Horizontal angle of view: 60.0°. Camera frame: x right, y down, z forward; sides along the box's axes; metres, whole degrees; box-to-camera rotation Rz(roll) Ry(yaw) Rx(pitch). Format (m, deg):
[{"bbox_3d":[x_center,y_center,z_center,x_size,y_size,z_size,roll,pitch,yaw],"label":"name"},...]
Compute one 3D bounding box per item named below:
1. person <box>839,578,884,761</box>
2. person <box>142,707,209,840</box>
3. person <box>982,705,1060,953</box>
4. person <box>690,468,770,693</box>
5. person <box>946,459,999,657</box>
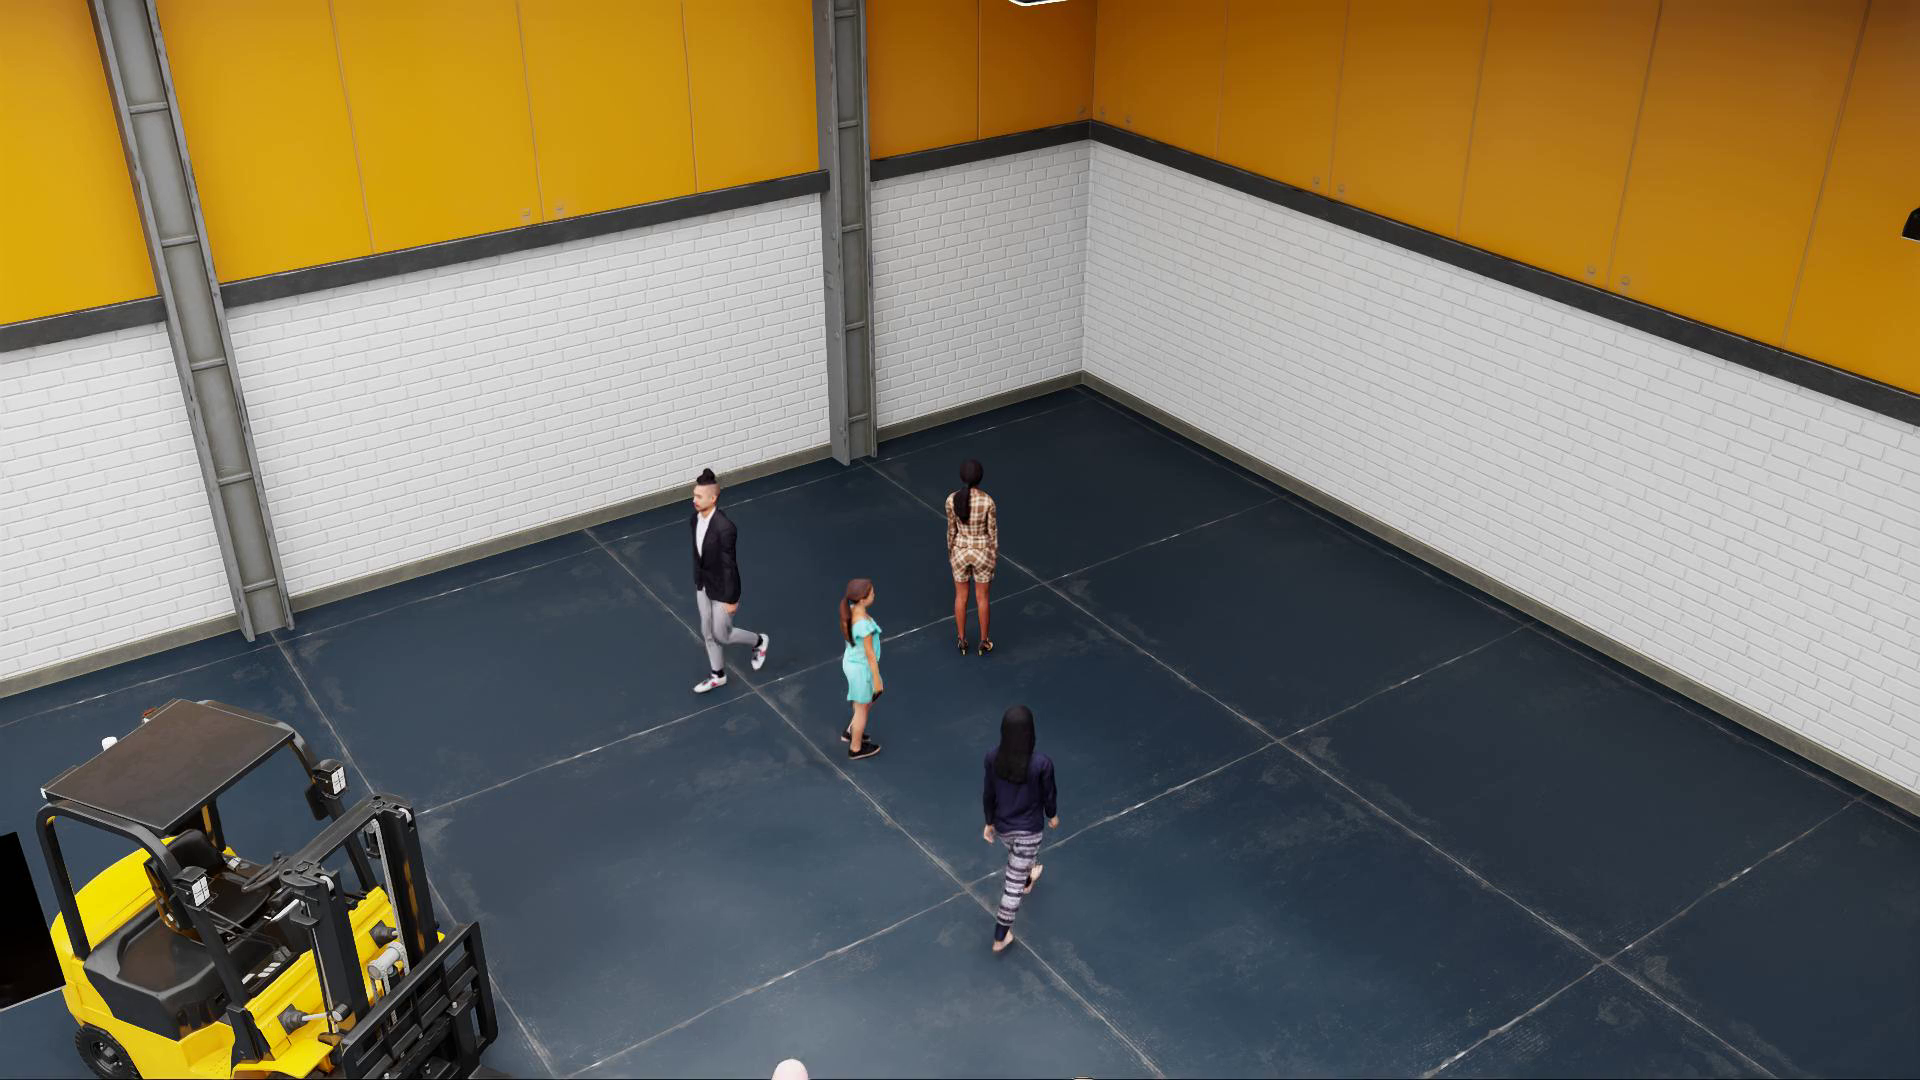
[{"bbox_3d":[-0.807,0.982,12.444,0.625,1.550,0.597,-11,30,-19],"label":"person"},{"bbox_3d":[-4.989,1.786,10.924,1.007,1.596,0.877,1,29,2],"label":"person"},{"bbox_3d":[0.350,1.877,10.664,0.978,1.684,1.176,12,31,21],"label":"person"},{"bbox_3d":[-1.856,0.315,13.265,0.958,1.936,0.793,-25,37,-37],"label":"person"},{"bbox_3d":[0.103,0.158,13.703,0.680,1.792,0.729,7,29,13],"label":"person"}]
